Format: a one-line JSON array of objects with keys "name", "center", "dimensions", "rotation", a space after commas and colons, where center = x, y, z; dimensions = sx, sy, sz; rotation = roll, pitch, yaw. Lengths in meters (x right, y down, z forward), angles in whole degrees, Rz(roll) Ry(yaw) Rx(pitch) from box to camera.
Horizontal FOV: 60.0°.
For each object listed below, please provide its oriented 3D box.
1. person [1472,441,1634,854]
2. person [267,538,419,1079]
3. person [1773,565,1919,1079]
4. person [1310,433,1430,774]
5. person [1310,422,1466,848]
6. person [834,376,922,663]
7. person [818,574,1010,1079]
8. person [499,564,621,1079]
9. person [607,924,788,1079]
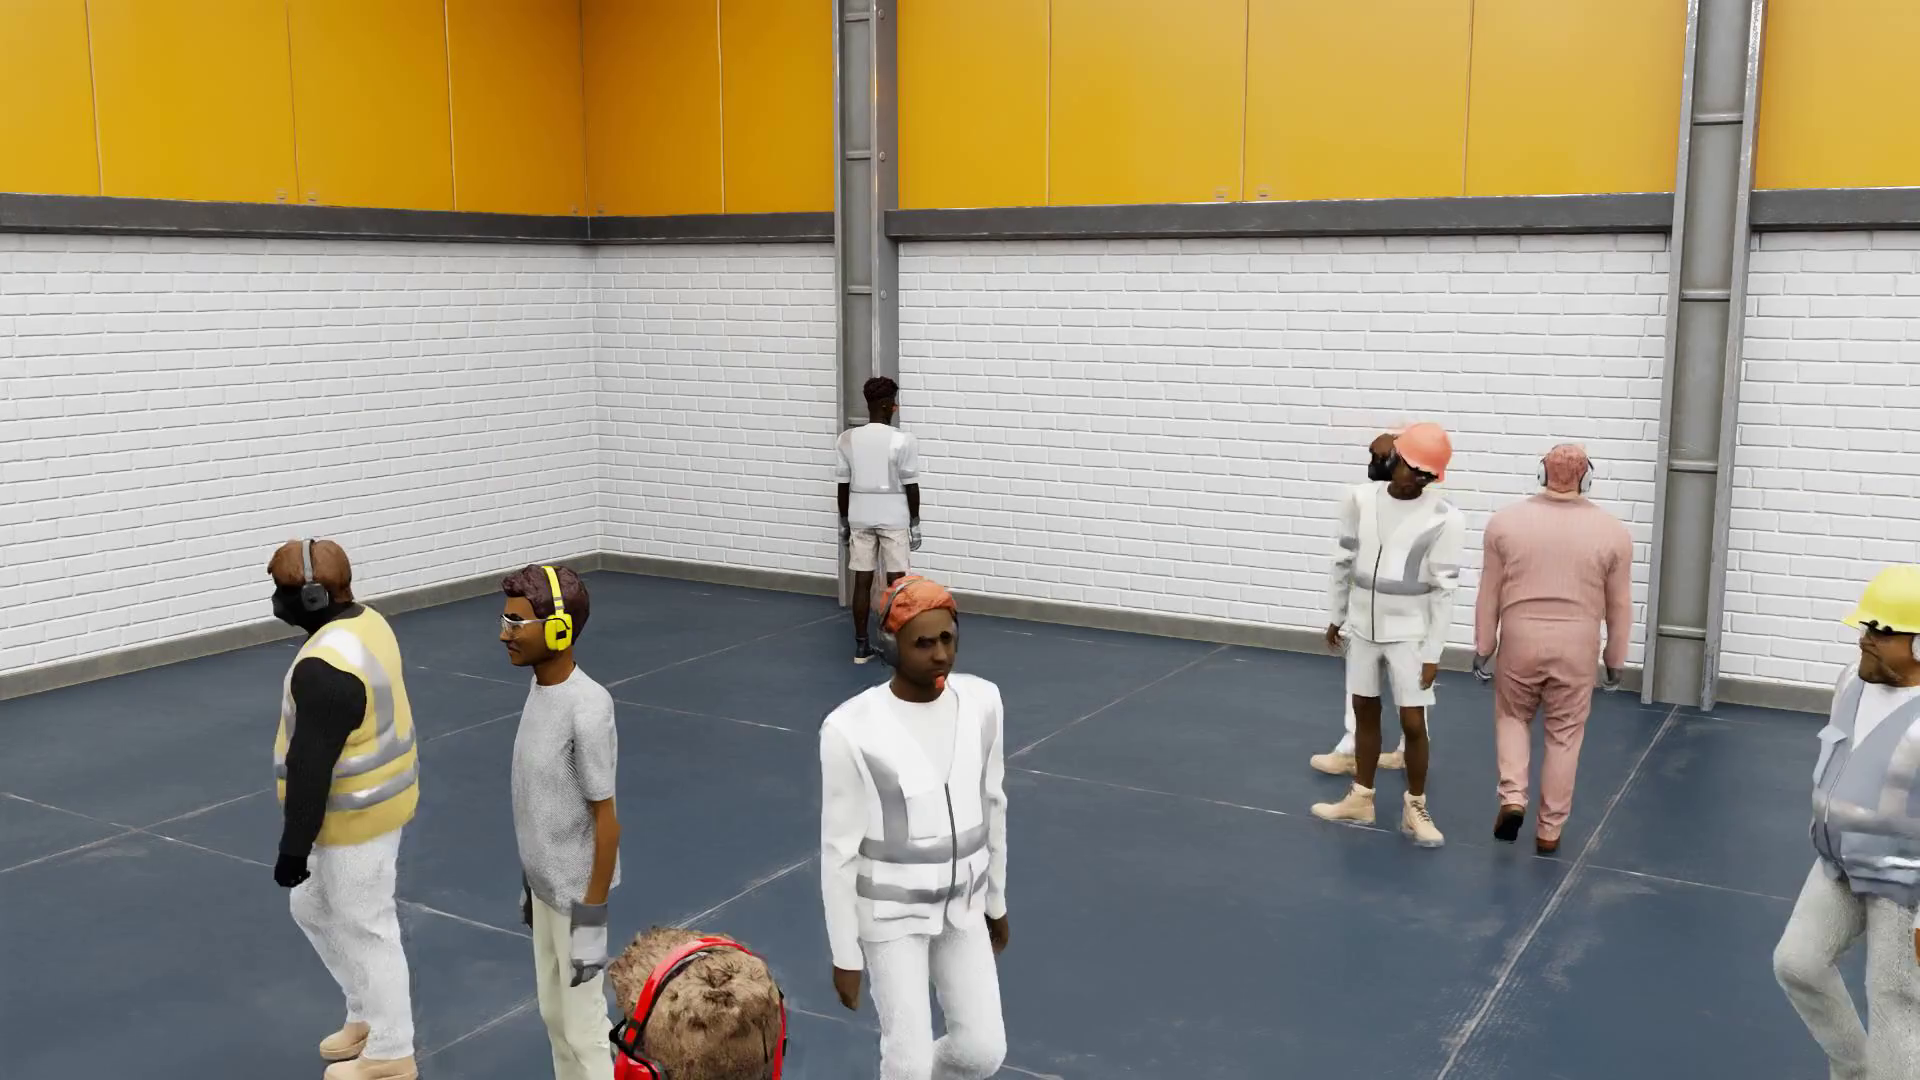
[{"name": "person", "center": [2.694, 0.496, 7.572], "dimensions": [0.677, 1.892, 0.436], "rotation": [3, 10, 21]}, {"name": "person", "center": [-1.996, 0.892, 5.338], "dimensions": [0.499, 1.821, 0.632], "rotation": [-2, 9, -13]}, {"name": "person", "center": [2.701, 0.967, 4.872], "dimensions": [0.430, 1.817, 0.627], "rotation": [-1, 9, -7]}, {"name": "person", "center": [2.169, 0.342, 8.783], "dimensions": [0.771, 1.814, 0.647], "rotation": [1, 9, 9]}, {"name": "person", "center": [1.955, 0.429, 7.741], "dimensions": [0.396, 1.993, 0.756], "rotation": [-9, 13, -43]}, {"name": "person", "center": [-0.540, -0.123, 11.255], "dimensions": [0.601, 1.956, 0.373], "rotation": [3, 10, 18]}, {"name": "person", "center": [-0.129, 1.005, 4.482], "dimensions": [0.595, 1.866, 0.492], "rotation": [-7, 11, -36]}, {"name": "person", "center": [-1.110, 0.986, 4.601], "dimensions": [0.323, 1.871, 0.530], "rotation": [-6, 11, -33]}, {"name": "person", "center": [-0.322, 1.389, 2.193], "dimensions": [0.548, 1.826, 0.605], "rotation": [9, 13, 43]}]
